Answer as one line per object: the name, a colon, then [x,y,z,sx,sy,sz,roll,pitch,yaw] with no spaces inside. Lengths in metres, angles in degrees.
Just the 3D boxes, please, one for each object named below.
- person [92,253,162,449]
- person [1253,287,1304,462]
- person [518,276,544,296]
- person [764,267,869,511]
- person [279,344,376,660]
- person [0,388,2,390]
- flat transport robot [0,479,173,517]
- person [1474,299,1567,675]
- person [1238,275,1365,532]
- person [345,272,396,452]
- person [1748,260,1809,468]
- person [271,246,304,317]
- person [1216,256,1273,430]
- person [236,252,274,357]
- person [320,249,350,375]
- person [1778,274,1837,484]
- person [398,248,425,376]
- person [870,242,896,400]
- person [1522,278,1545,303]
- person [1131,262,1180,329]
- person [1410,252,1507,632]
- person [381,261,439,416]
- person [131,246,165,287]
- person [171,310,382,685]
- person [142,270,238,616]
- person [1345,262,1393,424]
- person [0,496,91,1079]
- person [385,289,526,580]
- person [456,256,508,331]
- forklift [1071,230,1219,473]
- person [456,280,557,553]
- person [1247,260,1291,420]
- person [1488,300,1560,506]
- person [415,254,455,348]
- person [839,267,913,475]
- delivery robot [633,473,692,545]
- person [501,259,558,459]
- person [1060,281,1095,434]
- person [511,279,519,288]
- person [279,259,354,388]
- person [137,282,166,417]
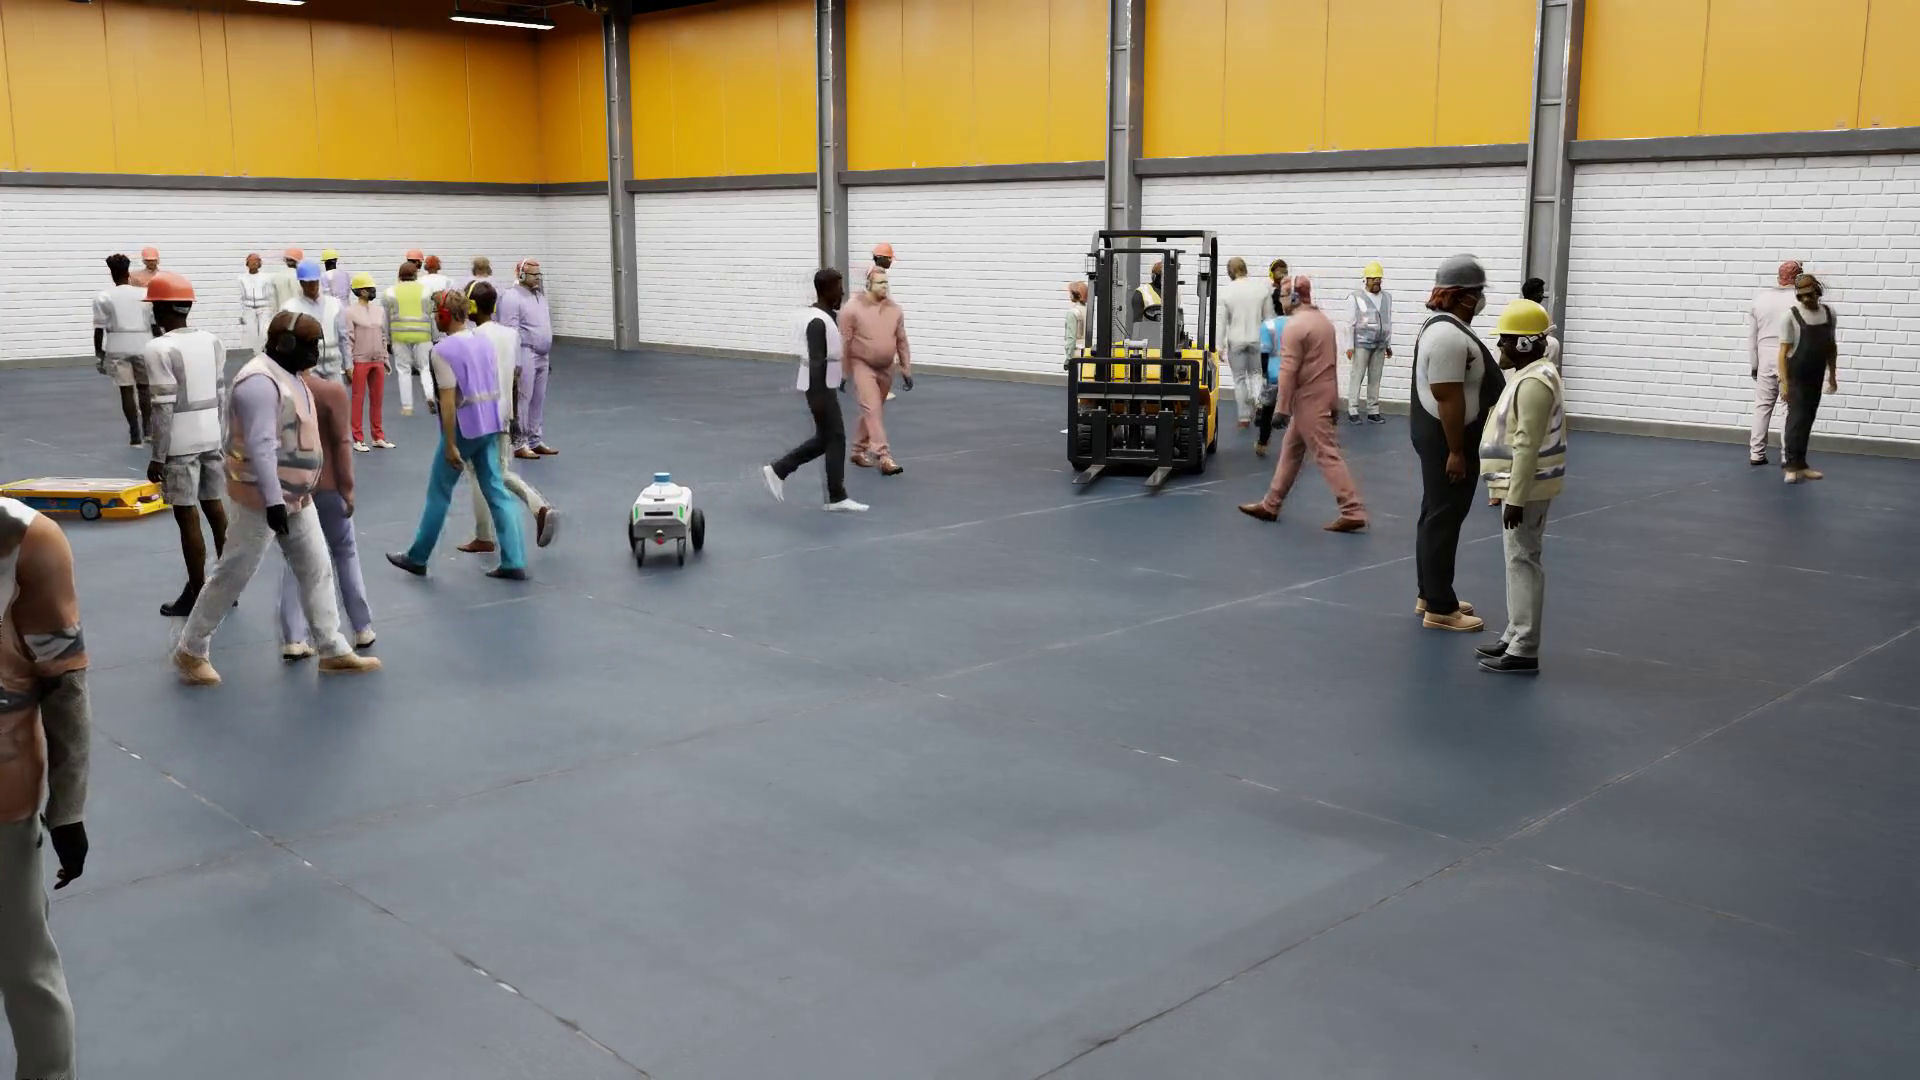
person: [-8.373,-1.900,16.752,0.650,1.943,0.620,-8,13,-35]
person: [3.057,-1.564,15.741,0.531,1.648,0.893,-2,11,-10]
person: [-8.326,-4.598,32.327,0.499,1.633,0.285,-1,10,-3]
person: [-1.120,-1.155,12.862,0.738,1.896,0.591,0,10,0]
person: [-3.319,-0.263,8.405,0.546,1.736,0.572,0,10,1]
person: [-13.445,-2.849,22.814,0.405,1.621,0.502,1,10,4]
flat transport robot: [-6.811,-0.334,12.797,1.431,0.197,0.652,1,10,5]
person: [2.741,-0.258,8.145,0.403,1.827,0.589,3,11,17]
person: [2.535,-0.990,12.098,1.011,1.844,0.646,6,12,29]
person: [-5.881,-1.768,16.522,0.297,1.772,0.533,6,12,30]
person: [7.584,-1.612,15.304,0.408,1.909,0.642,-8,13,-36]
person: [-9.309,-3.108,23.262,0.642,1.976,0.597,1,10,4]
person: [3.117,-2.127,18.125,0.706,1.902,0.552,-1,10,-6]
person: [-10.947,-3.537,25.909,0.598,1.865,0.438,-1,10,-7]
person: [-9.584,-3.492,25.502,0.385,1.922,0.594,3,11,18]
person: [7.307,-1.388,14.392,0.625,1.802,0.452,-2,11,-12]
person: [-8.258,-3.462,25.304,0.551,1.935,0.375,6,12,28]
person: [-1.018,-2.839,21.619,0.388,2.043,0.605,-1,10,-5]
person: [5.982,-1.914,17.549,0.321,1.693,0.536,3,11,14]
person: [2.220,-2.191,18.655,0.619,1.837,0.430,-5,12,-26]
person: [2.731,-0.540,9.089,0.538,2.000,0.684,2,11,10]
person: [-6.475,-2.361,19.620,0.624,1.826,0.500,-4,11,-21]
person: [-11.902,-3.351,24.616,0.612,1.971,0.449,-7,13,-35]
person: [-3.351,-0.196,7.930,0.936,1.790,0.737,0,10,-2]
person: [-4.357,-0.537,9.350,0.364,1.939,0.542,3,11,16]
person: [4.644,-2.222,18.827,0.601,1.830,0.404,-4,11,-20]
person: [-2.143,0.542,3.504,0.590,1.923,0.383,-1,10,-4]
person: [-3.136,-0.644,10.320,0.958,1.799,0.572,4,11,22]
person: [-5.729,-2.446,19.930,0.656,1.888,1.044,-1,10,-8]
forklift: [1.804,-1.825,15.677,1.214,2.155,2.313,2,11,13]
person: [-3.073,-0.800,11.056,0.672,1.851,0.516,5,12,25]
person: [3.568,-2.292,19.172,0.725,1.852,0.460,-5,12,-27]
person: [4.418,-1.062,13.048,0.501,1.631,0.286,4,11,22]
person: [-7.310,-3.027,23.131,0.578,1.870,0.412,-6,12,-30]
person: [-0.760,-1.534,15.022,0.658,1.850,1.011,-8,13,-36]
delivery robot: [-1.972,-0.203,11.051,0.477,0.478,0.707,-1,10,-5]
person: [-4.118,-1.739,16.001,0.403,1.904,0.651,3,11,15]
person: [1.284,-1.958,17.906,0.307,1.644,0.512,6,12,30]
person: [-7.472,-3.906,28.596,0.523,1.623,0.452,2,11,11]
person: [-5.793,-1.555,14.938,0.615,1.923,0.603,-10,14,-42]
person: [-9.420,-2.202,19.384,0.876,1.589,0.539,9,14,42]
